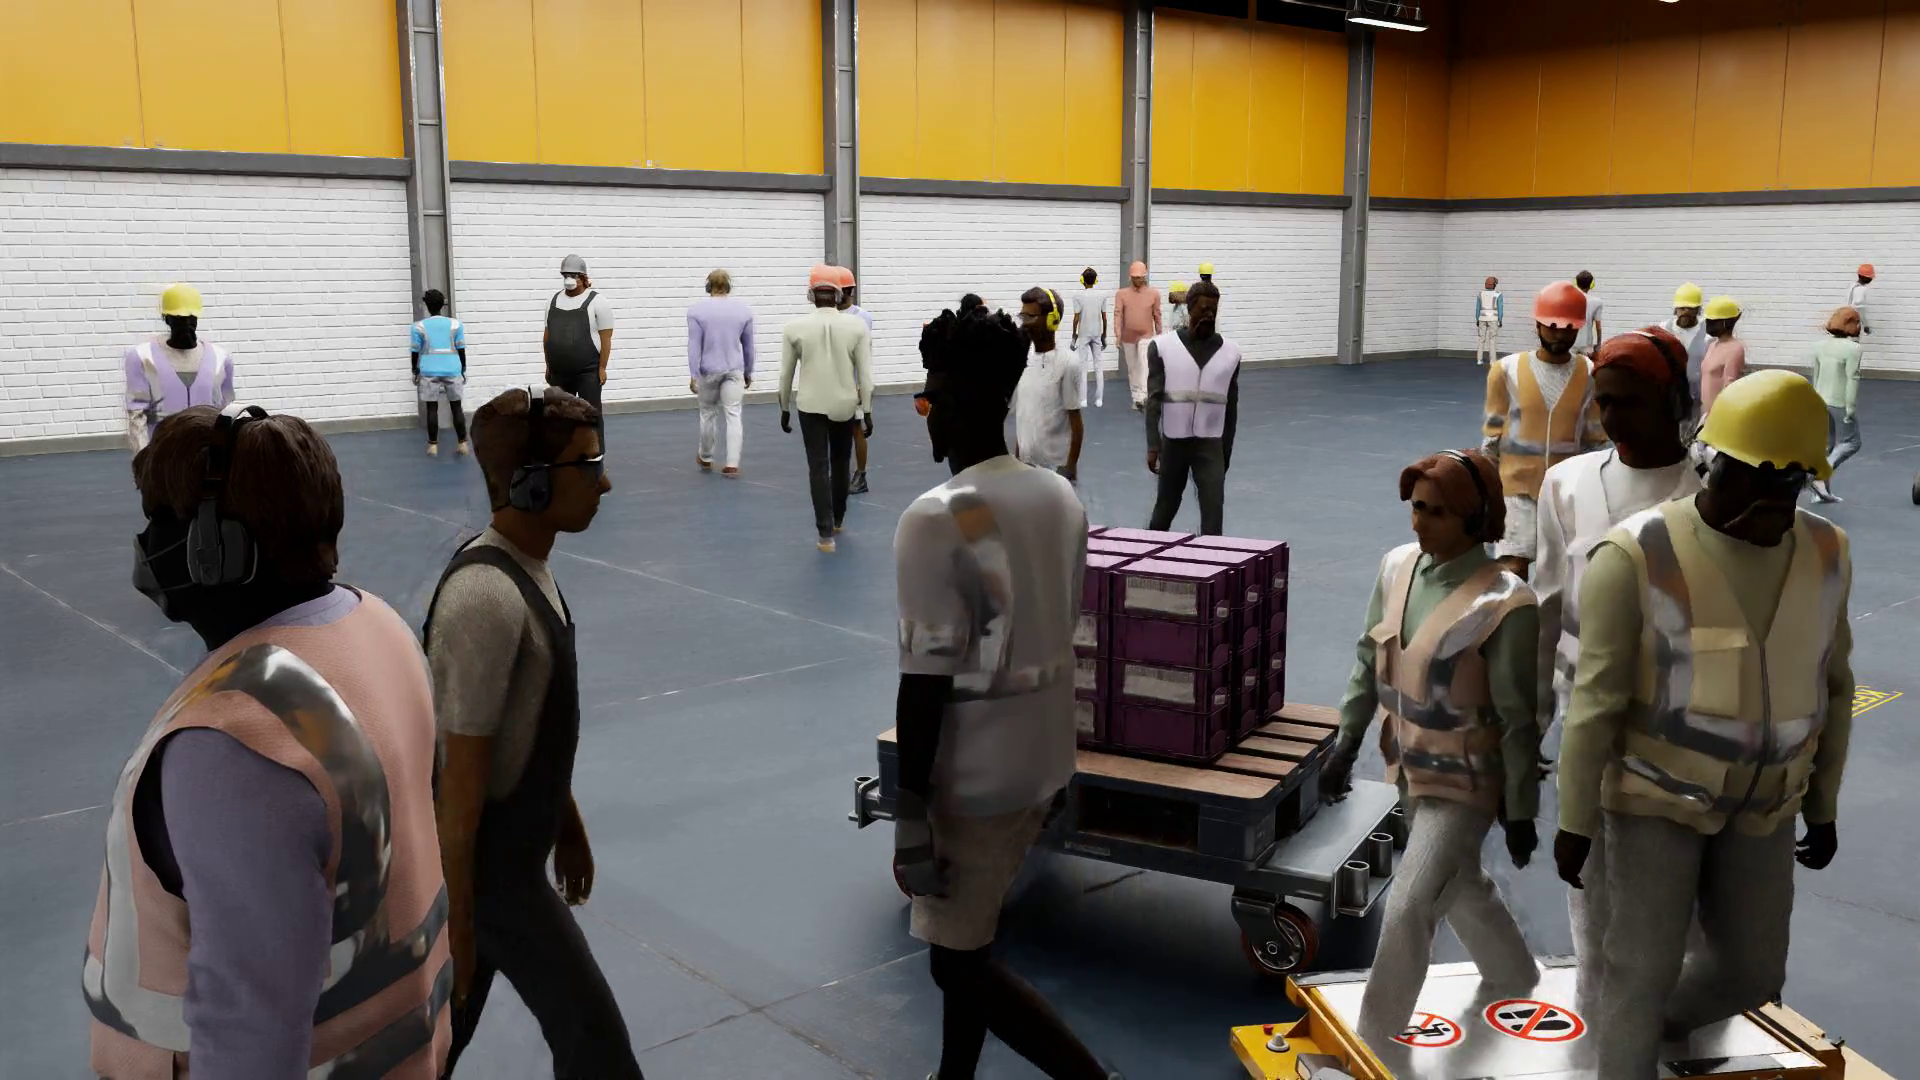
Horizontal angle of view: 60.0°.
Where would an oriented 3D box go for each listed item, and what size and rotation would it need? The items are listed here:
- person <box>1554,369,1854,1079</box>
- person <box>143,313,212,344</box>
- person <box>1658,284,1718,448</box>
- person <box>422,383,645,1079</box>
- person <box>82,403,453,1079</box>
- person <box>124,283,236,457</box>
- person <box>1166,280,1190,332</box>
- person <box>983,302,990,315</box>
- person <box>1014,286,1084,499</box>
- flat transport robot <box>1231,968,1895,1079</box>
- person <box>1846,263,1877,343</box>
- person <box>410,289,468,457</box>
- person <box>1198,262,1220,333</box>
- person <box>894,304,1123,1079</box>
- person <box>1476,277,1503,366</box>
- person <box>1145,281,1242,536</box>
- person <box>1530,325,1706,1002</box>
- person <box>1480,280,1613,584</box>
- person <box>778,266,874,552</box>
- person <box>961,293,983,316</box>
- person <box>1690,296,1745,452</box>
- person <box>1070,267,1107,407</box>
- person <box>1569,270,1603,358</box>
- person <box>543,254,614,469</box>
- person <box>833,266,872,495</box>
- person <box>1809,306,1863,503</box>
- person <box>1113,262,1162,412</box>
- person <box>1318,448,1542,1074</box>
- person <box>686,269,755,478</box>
[{"bbox_3d":[1.555,0.528,3.556,0.650,1.805,0.588,0,10,-3],"label":"person"},{"bbox_3d":[-5.820,-0.960,12.464,0.527,1.738,0.771,-7,12,-34],"label":"person"},{"bbox_3d":[5.783,-1.136,13.318,0.616,1.785,0.881,5,11,25],"label":"person"},{"bbox_3d":[-0.796,0.605,3.138,0.986,1.787,0.525,-2,10,-14],"label":"person"},{"bbox_3d":[-0.889,0.742,2.179,0.429,1.844,0.622,-1,10,-6],"label":"person"},{"bbox_3d":[-4.375,-0.504,9.379,0.586,1.886,0.984,-7,12,-35],"label":"person"},{"bbox_3d":[2.733,-2.314,20.396,0.471,1.735,0.486,-3,10,-16],"label":"person"},{"bbox_3d":[0.184,-1.597,16.510,0.391,1.620,0.508,2,10,13],"label":"person"},{"bbox_3d":[0.424,-0.353,8.514,0.327,1.874,0.529,-6,12,-33],"label":"person"},{"bbox_3d":[1.435,1.222,3.960,1.431,0.197,0.652,-2,10,-9],"label":"flat transport robot"},{"bbox_3d":[14.461,-3.493,26.815,0.458,1.903,0.859,5,11,26],"label":"person"},{"bbox_3d":[-5.263,-1.685,16.825,0.548,1.694,0.337,-4,10,-22],"label":"person"},{"bbox_3d":[3.640,-3.159,24.759,0.356,1.930,0.589,-8,12,-38],"label":"person"},{"bbox_3d":[0.126,0.480,3.483,0.790,1.932,0.613,6,11,31],"label":"person"},{"bbox_3d":[9.803,-4.047,30.815,0.522,1.636,0.311,9,13,43],"label":"person"},{"bbox_3d":[1.362,-0.601,9.926,0.598,1.889,0.889,-1,10,-9],"label":"person"},{"bbox_3d":[1.650,0.421,3.991,0.547,1.868,0.590,-9,13,-41],"label":"person"},{"bbox_3d":[2.622,-0.193,7.442,0.559,1.908,0.599,2,10,12],"label":"person"},{"bbox_3d":[-0.953,-0.937,11.690,0.651,1.942,0.995,-2,10,-10],"label":"person"},{"bbox_3d":[0.048,-1.558,16.180,0.593,1.668,0.542,-5,11,-29],"label":"person"},{"bbox_3d":[5.439,-0.888,12.023,0.748,1.729,0.546,0,10,2],"label":"person"},{"bbox_3d":[1.732,-2.715,22.358,0.519,1.865,0.326,-2,10,-14],"label":"person"},{"bbox_3d":[7.547,-2.361,20.303,0.560,1.853,0.390,3,10,18],"label":"person"},{"bbox_3d":[-3.619,-1.652,15.609,0.683,2.000,0.537,2,10,12],"label":"person"},{"bbox_3d":[-0.997,-1.352,14.164,0.552,1.933,0.364,9,13,43],"label":"person"},{"bbox_3d":[7.125,-1.091,13.547,0.389,1.619,0.513,-2,10,-14],"label":"person"},{"bbox_3d":[2.293,-2.624,21.584,0.615,1.932,1.049,2,10,12],"label":"person"},{"bbox_3d":[1.170,0.568,3.915,0.846,1.598,0.523,-3,10,-17],"label":"person"},{"bbox_3d":[-2.221,-1.542,15.393,0.652,1.890,0.986,-4,10,-20],"label":"person"}]
